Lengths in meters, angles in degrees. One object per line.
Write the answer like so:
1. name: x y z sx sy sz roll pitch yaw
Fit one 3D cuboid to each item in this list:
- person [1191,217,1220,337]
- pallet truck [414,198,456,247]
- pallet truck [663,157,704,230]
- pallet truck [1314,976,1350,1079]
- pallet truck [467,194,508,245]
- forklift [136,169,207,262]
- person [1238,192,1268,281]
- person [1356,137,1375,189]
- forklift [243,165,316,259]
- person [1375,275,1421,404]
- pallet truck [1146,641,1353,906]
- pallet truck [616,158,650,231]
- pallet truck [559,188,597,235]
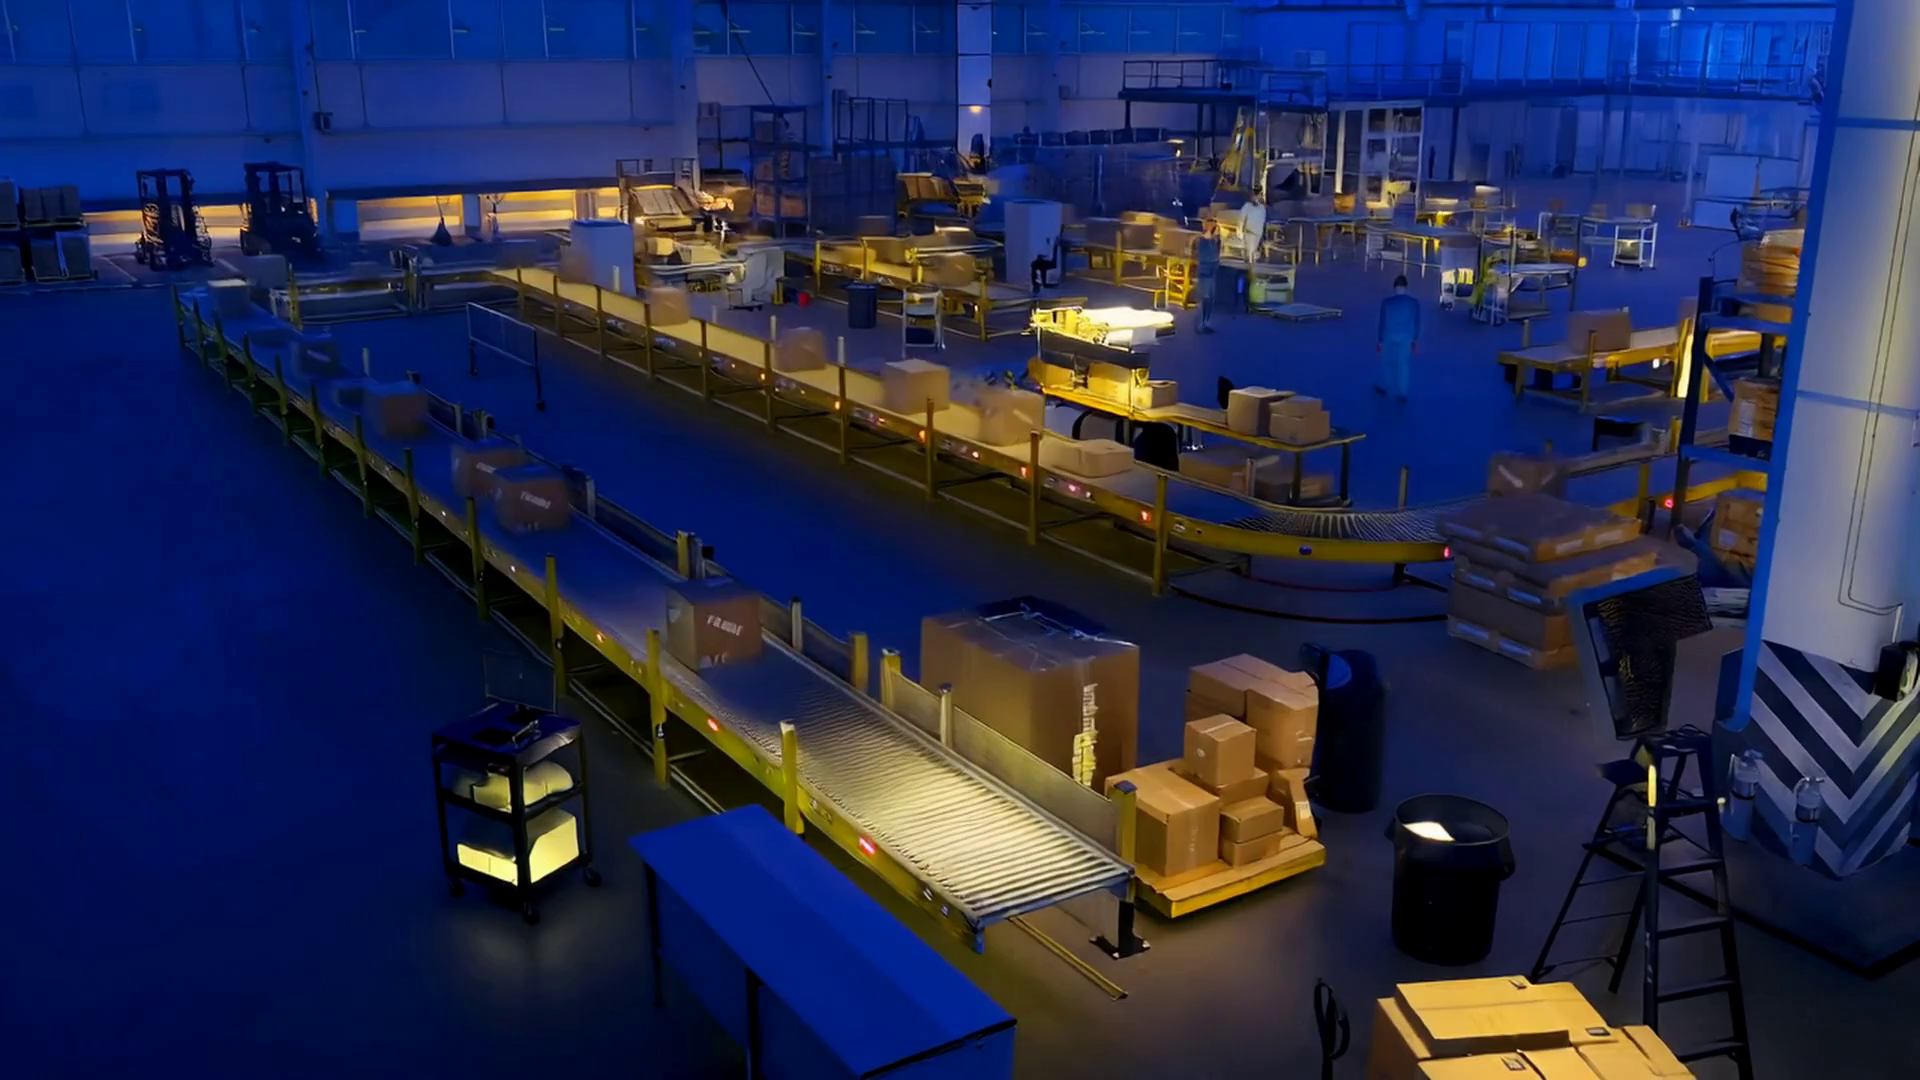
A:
1. person: 4.266 -4.553 28.794 0.608 2.044 0.370 -13 21 -36
2. pallet truck: -13.250 -8.060 41.856 0.680 1.201 1.601 -10 20 -31
3. pallet truck: -7.586 -9.308 44.692 0.823 1.965 1.885 -11 20 -33
4. pallet truck: 2.299 2.390 7.086 1.601 1.201 0.680 -2 17 -7
5. pallet truck: -11.983 -8.177 42.137 0.704 1.261 1.522 -11 20 -33
6. forklift: -17.842 -7.318 37.559 1.157 1.987 2.680 -10 20 -31
7. person: 6.299 -6.536 35.717 0.659 1.860 0.980 -8 19 -25
8. person: 14.103 -13.105 57.673 0.532 1.809 0.949 -5 18 -18
9. forklift: -15.898 -7.669 38.708 1.157 1.987 2.680 -11 20 -33
10. person: 6.222 -2.878 23.664 0.622 1.778 0.938 0 17 -1
11. pallet truck: 1.664 1.407 10.232 1.630 1.274 0.653 -10 20 -31
12. pallet truck: -8.918 -9.176 44.255 0.823 1.965 1.885 -9 19 -27
13. pallet truck: -10.010 -8.652 43.699 0.653 1.274 1.630 -10 20 -31
